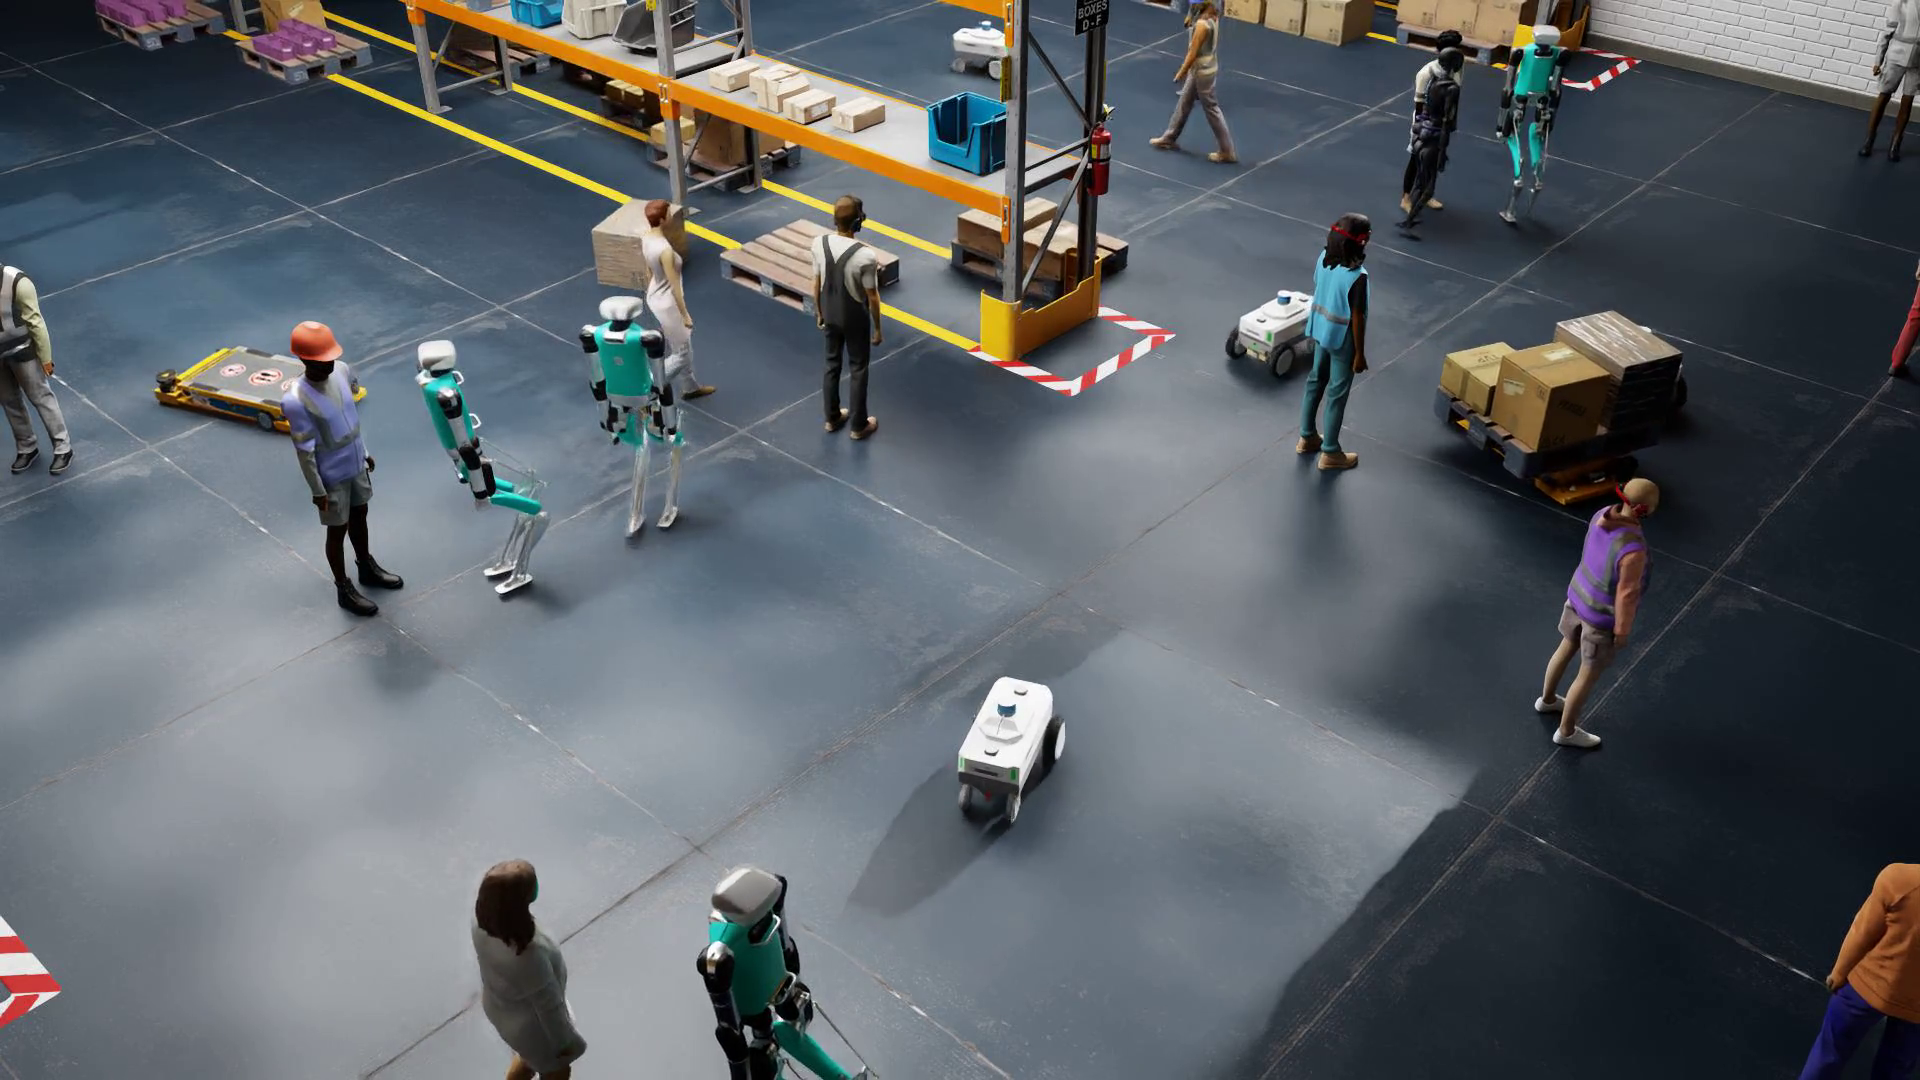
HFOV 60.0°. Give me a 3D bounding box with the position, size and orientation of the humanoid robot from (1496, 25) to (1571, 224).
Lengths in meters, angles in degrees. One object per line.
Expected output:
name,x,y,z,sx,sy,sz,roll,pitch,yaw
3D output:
humanoid robot,5.067,-3.576,14.725,0.546,1.825,0.693,-2,35,-3

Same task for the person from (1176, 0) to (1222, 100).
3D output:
person,2.579,-5.590,17.476,0.396,1.899,0.529,26,42,32

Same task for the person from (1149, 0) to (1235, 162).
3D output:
person,2.339,-4.531,16.090,0.876,1.719,0.449,7,35,10

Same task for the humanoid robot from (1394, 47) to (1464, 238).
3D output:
humanoid robot,4.110,-3.521,14.677,0.444,1.648,0.609,-2,35,-3

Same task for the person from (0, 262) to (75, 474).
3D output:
person,-6.469,-1.284,11.309,0.596,1.821,0.403,3,35,4

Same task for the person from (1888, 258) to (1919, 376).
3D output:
person,7.387,-1.980,12.369,0.516,1.756,0.338,27,43,34

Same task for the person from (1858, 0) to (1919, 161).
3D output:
person,9.147,-4.632,16.070,0.547,1.924,0.385,14,37,19

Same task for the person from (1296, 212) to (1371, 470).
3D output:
person,2.577,-1.351,11.364,0.391,1.865,0.518,-16,38,-21

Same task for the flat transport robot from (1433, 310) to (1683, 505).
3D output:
flat transport robot,4.116,-0.734,11.874,0.659,0.231,1.431,-14,37,-19

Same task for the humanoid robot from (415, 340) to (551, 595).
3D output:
humanoid robot,-2.825,-0.474,10.140,0.728,1.715,0.530,-18,39,-25

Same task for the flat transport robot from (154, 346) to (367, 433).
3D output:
flat transport robot,-5.247,-1.136,12.456,1.431,0.231,0.659,13,37,18

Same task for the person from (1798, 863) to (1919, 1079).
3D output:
person,3.803,1.800,6.712,0.515,1.972,0.405,14,37,19

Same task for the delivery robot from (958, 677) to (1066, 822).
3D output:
delivery robot,0.254,1.089,8.994,0.499,0.610,0.814,11,36,16

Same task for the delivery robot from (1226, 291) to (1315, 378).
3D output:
delivery robot,2.474,-1.632,12.940,0.804,0.614,0.499,-27,43,-34

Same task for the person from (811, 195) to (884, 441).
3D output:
person,-0.779,-1.546,11.676,0.516,1.834,0.367,15,37,20

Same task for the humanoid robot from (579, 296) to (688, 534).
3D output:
humanoid robot,-2.013,-0.866,10.706,0.535,1.726,0.719,7,35,10

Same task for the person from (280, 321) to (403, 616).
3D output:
person,-3.709,-0.445,9.988,0.373,1.935,0.549,10,36,14

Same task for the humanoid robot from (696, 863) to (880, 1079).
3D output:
humanoid robot,-0.604,2.026,6.570,0.700,1.764,0.537,13,37,18

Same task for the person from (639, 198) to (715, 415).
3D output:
person,-2.125,-1.661,11.999,0.657,1.637,0.476,-16,38,-22

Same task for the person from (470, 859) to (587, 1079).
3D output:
person,-1.739,1.929,6.797,0.397,1.649,0.506,-26,42,-33

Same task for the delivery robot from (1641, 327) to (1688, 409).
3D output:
delivery robot,5.057,-1.295,12.437,0.499,0.597,0.779,-8,35,-12

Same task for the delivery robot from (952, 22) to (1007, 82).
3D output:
delivery robot,0.312,-5.421,18.429,0.812,0.614,0.499,14,37,20

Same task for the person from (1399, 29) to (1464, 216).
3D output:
person,4.278,-3.772,15.021,0.534,1.692,0.319,-19,39,-25

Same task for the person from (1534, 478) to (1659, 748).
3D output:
person,3.466,0.384,9.008,0.354,1.685,0.486,-3,35,-4
